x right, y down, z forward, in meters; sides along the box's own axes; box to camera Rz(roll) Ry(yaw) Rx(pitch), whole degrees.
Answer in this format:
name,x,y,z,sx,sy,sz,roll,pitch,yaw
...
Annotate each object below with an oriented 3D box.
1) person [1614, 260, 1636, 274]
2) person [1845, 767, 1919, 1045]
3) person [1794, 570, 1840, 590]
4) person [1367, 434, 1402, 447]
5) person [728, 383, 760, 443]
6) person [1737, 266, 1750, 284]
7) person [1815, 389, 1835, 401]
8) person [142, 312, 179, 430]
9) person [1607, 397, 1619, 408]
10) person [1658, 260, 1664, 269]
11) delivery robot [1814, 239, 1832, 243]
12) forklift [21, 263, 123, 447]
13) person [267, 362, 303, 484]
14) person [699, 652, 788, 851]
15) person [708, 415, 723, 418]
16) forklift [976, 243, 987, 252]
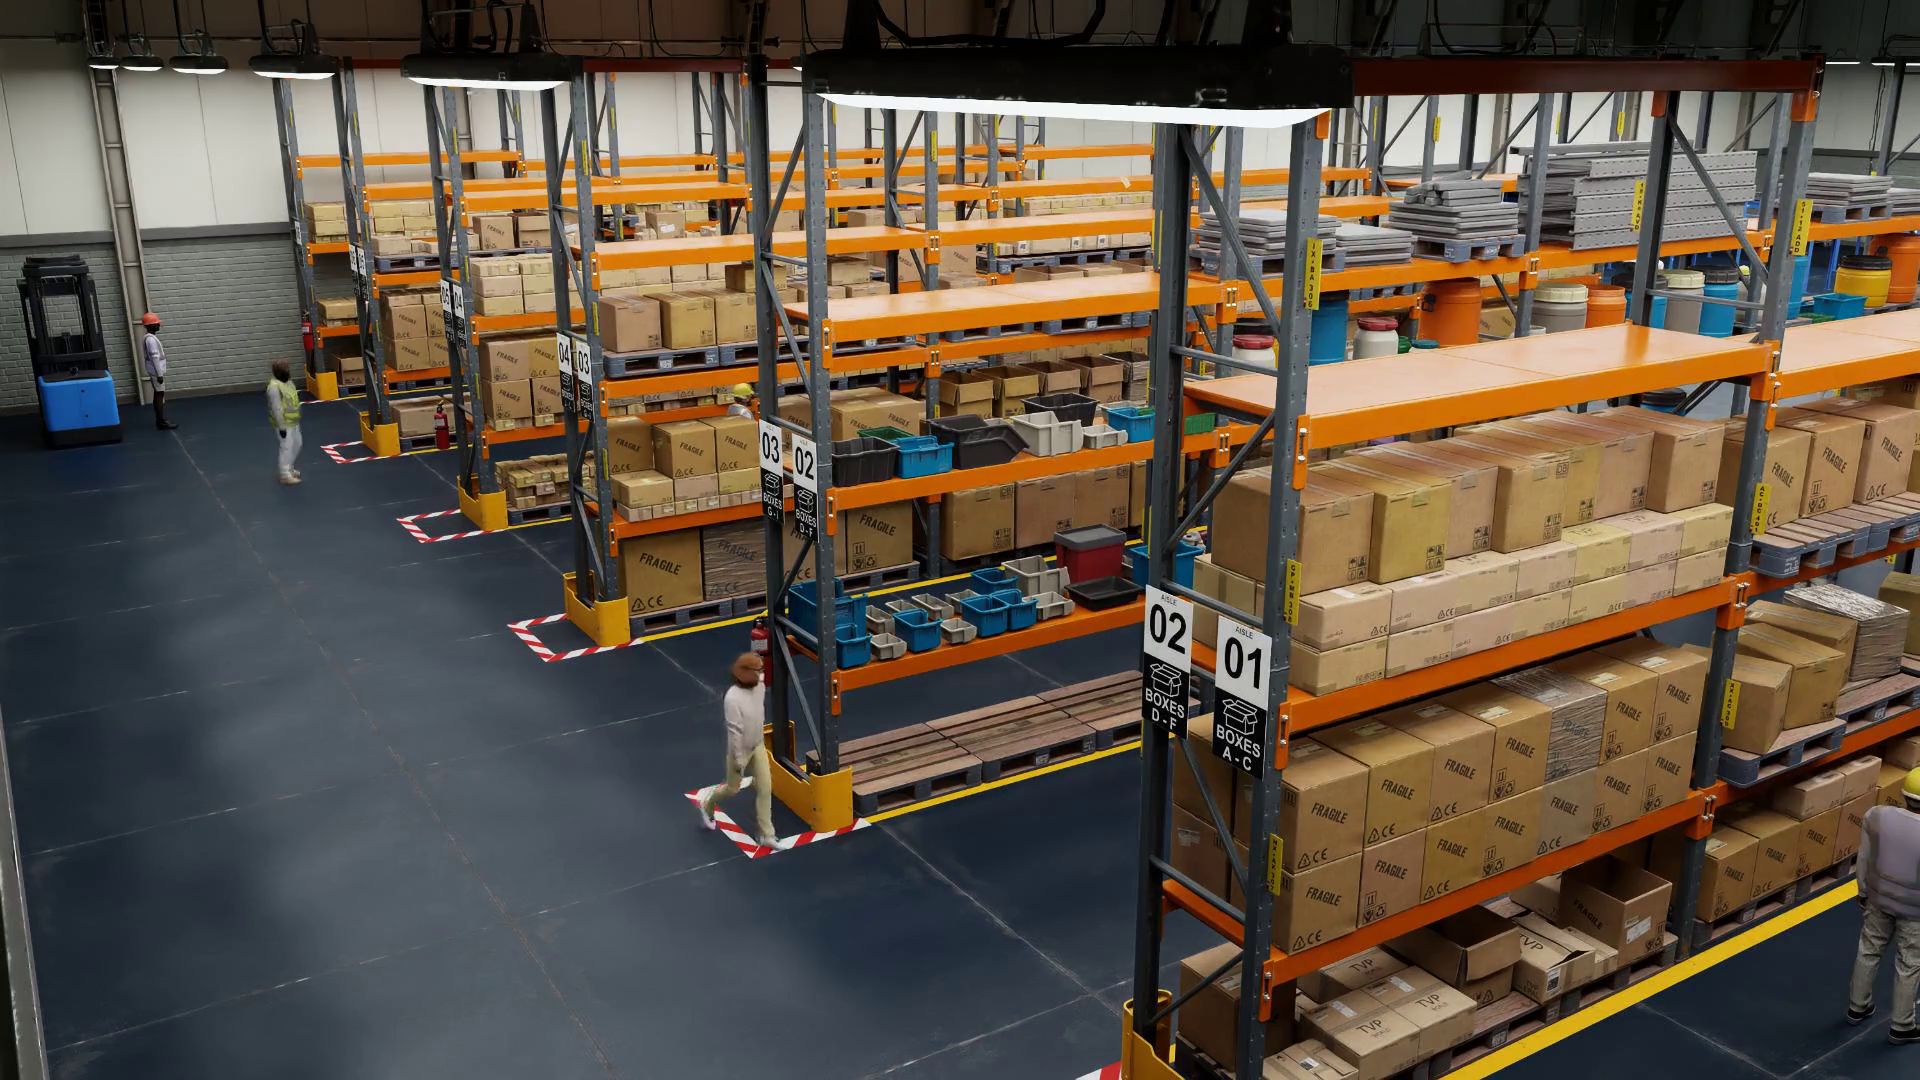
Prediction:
name,x,y,z,sx,sy,sz,roll,pitch,yaw
person,17.162,-7.114,40.566,0.716,1.883,0.478,3,17,10
person,5.921,2.260,9.890,0.404,1.837,0.596,-10,20,-31
person,8.881,0.376,16.413,0.279,1.633,0.504,-10,20,-31
person,5.754,-1.349,21.377,0.374,2.043,0.611,-10,20,-31
person,-2.902,-1.221,21.342,0.409,1.823,0.605,-11,20,-32
person,15.998,-4.683,32.504,0.366,1.927,0.591,-10,20,-31
person,14.846,-2.943,26.780,0.368,1.939,0.633,-10,20,-31
person,-13.432,-2.837,26.427,0.347,1.942,0.548,-10,20,-31
person,10.381,-2.270,24.471,0.771,2.000,0.880,7,18,21
person,15.851,-5.788,36.198,0.352,1.884,0.580,-10,20,-31
delivery robot,28.589,-10.070,52.396,0.477,0.478,0.707,-11,20,-31
forklift,-14.518,-3.079,25.708,1.129,2.768,1.873,-10,20,-31
person,-9.832,-1.713,22.976,0.509,1.809,0.692,-1,17,-3
person,-1.718,1.619,12.381,0.764,1.600,0.506,11,20,32
person,-3.913,-2.360,24.804,0.648,1.969,0.663,-13,21,-36
forklift,0.988,-5.474,34.718,1.214,2.155,2.313,-10,20,-31
